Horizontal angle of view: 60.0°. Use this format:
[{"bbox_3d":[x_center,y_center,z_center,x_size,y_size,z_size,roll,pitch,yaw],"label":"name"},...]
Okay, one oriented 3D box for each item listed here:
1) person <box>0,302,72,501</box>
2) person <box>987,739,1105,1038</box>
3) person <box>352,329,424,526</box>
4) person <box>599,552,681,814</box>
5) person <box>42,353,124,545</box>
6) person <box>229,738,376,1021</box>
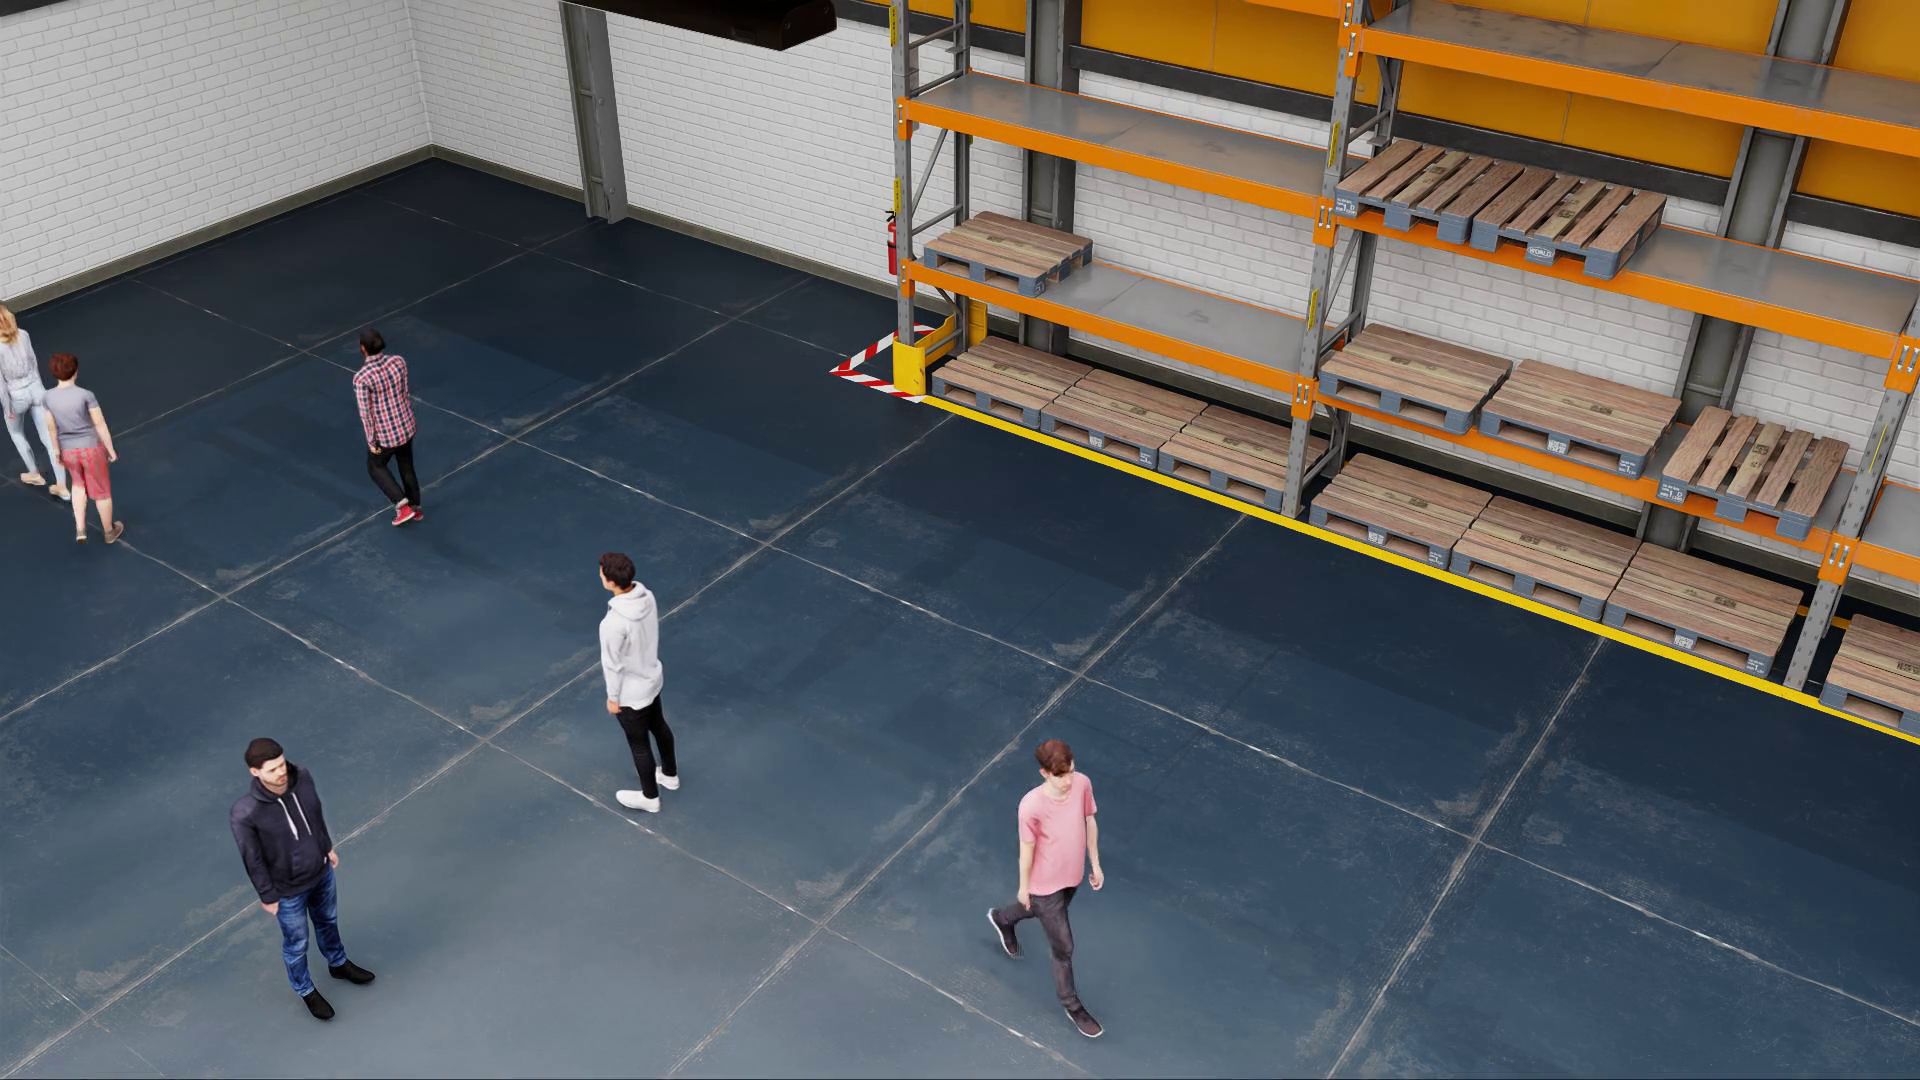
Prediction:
[{"bbox_3d":[-7.668,-1.130,13.748,0.855,1.773,0.630,19,38,26],"label":"person"},{"bbox_3d":[0.459,1.801,9.200,0.809,1.926,1.270,-28,42,-35],"label":"person"},{"bbox_3d":[-4.546,-0.884,13.399,0.626,1.750,0.687,22,39,29],"label":"person"},{"bbox_3d":[-2.039,0.898,10.559,0.710,1.925,0.738,9,35,13],"label":"person"},{"bbox_3d":[-6.949,-0.645,13.147,0.827,1.632,0.871,-3,34,-4],"label":"person"},{"bbox_3d":[-3.671,1.829,9.187,0.607,1.895,0.696,16,37,23],"label":"person"}]
